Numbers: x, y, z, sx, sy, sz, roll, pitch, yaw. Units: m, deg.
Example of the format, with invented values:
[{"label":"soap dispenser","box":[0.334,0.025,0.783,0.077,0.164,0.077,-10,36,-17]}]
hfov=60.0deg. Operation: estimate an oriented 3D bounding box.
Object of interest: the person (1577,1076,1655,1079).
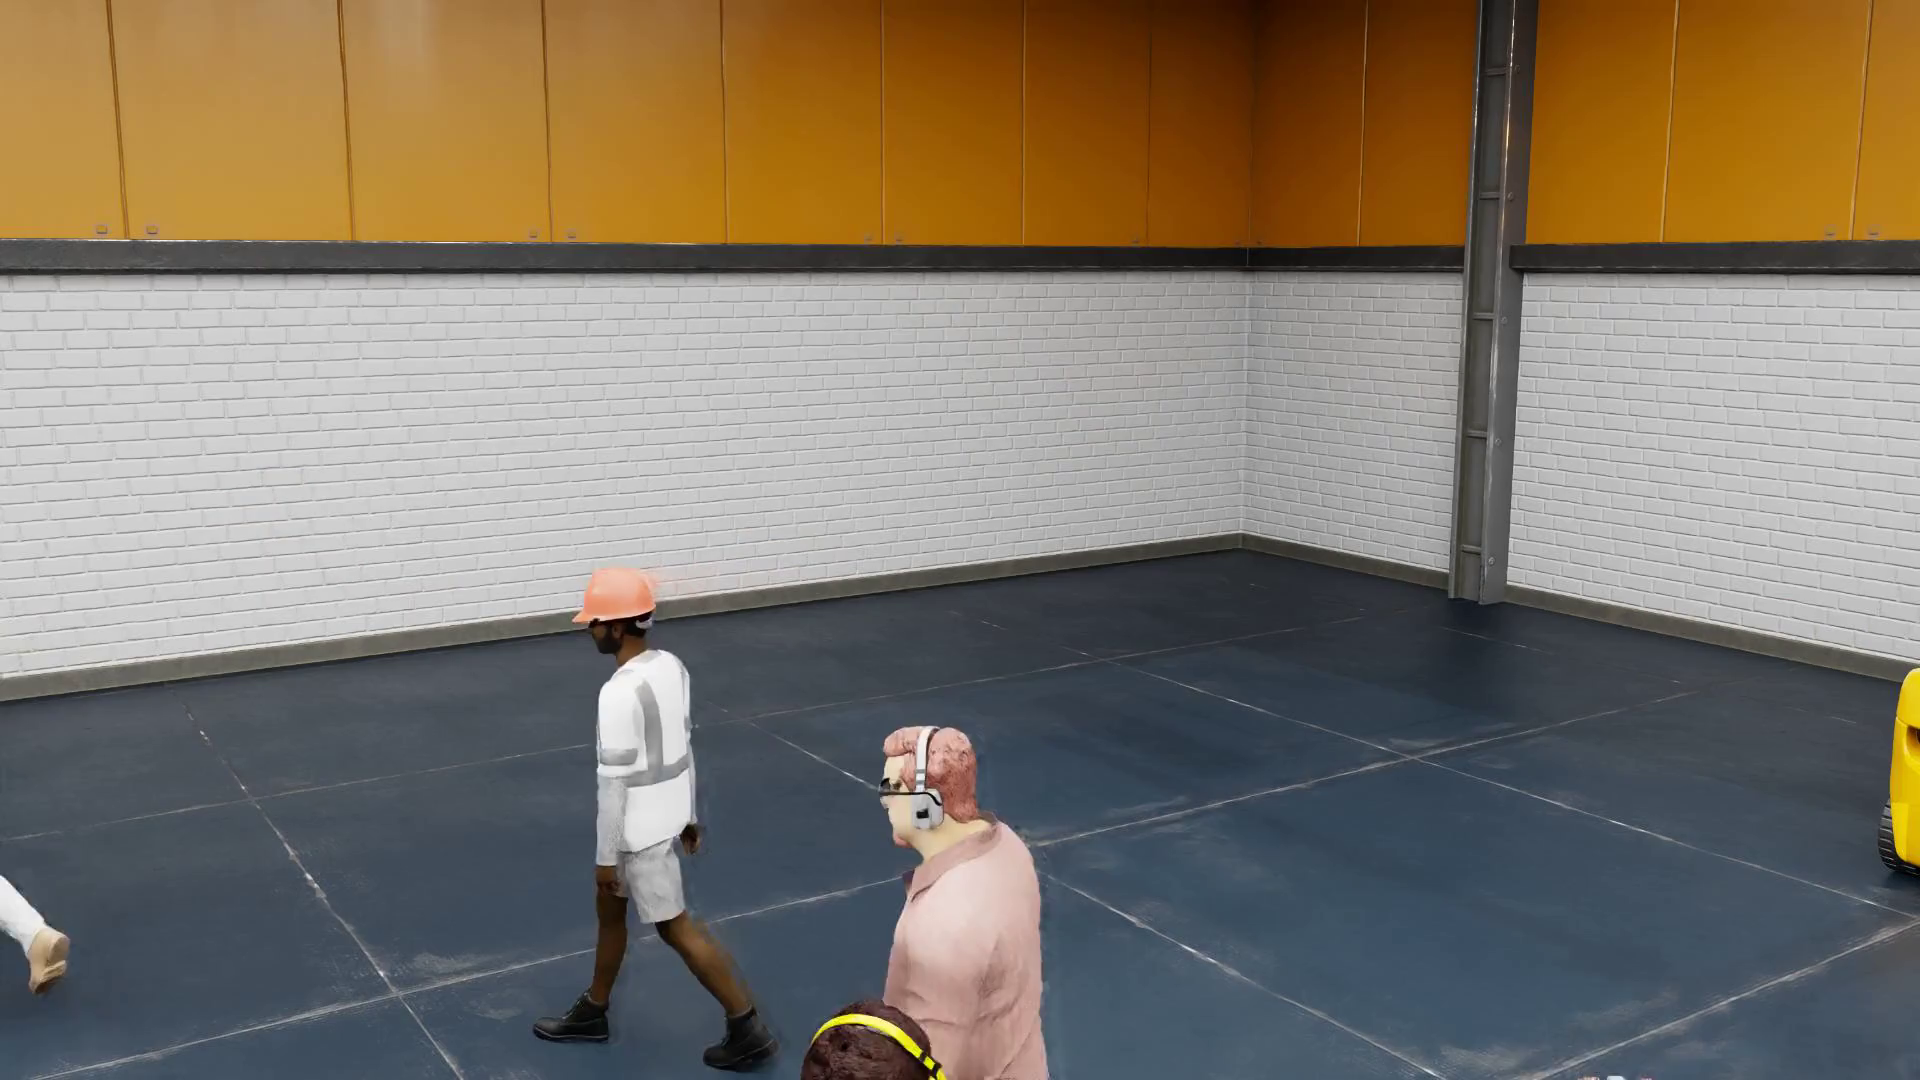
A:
[{"label":"person","box":[1.043,1.673,2.342,1.021,1.848,0.687,5,10,25]}]

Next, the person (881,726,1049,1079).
[{"label":"person","box":[0.013,1.370,4.024,0.418,1.885,0.663,1,10,8]}]

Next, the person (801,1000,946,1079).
[{"label":"person","box":[-0.071,1.616,2.674,0.528,1.837,0.639,-1,9,-6]}]

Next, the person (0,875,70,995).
[{"label":"person","box":[-3.952,1.003,6.458,0.688,1.818,0.643,1,10,8]}]

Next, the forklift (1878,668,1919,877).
[{"label":"forklift","box":[5.511,0.571,7.906,2.313,2.155,1.214,-6,11,-33]}]

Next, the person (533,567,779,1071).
[{"label":"person","box":[-1.124,1.027,6.121,0.995,1.886,0.548,2,10,9]}]
